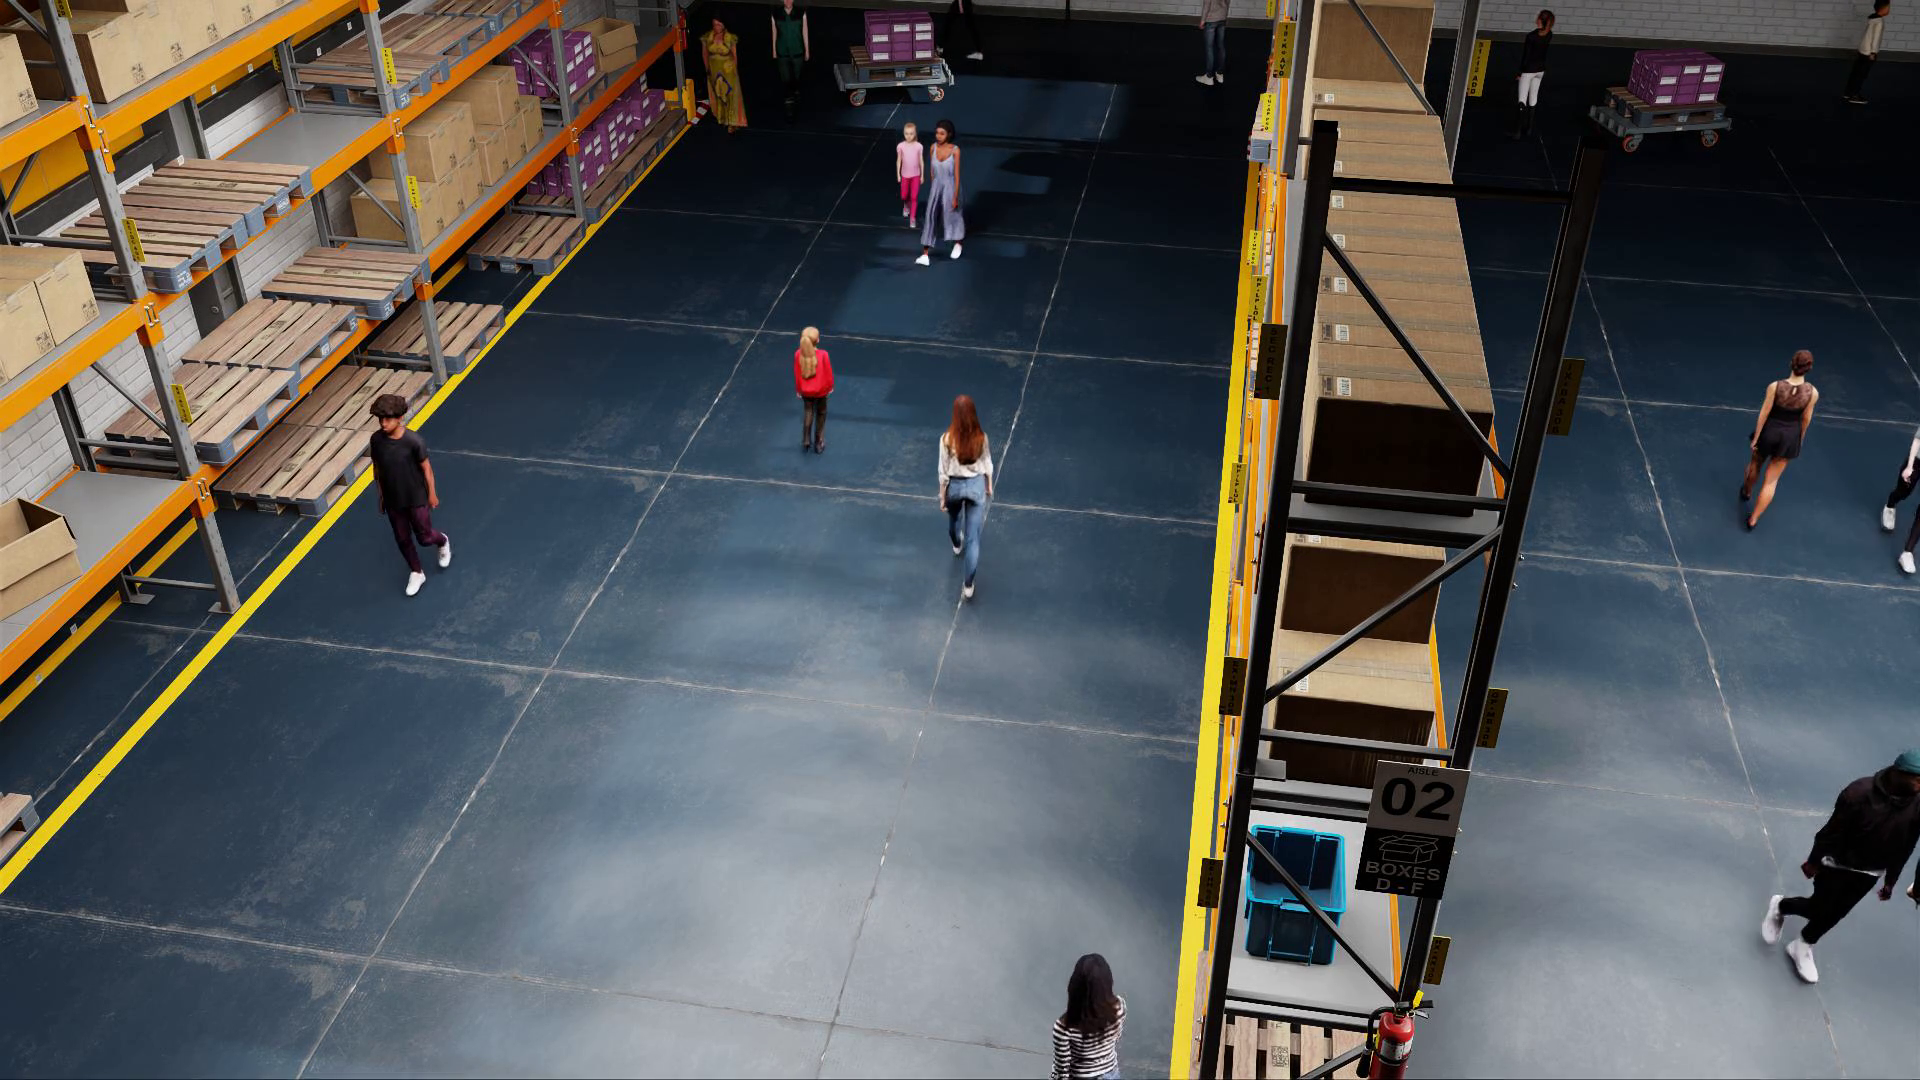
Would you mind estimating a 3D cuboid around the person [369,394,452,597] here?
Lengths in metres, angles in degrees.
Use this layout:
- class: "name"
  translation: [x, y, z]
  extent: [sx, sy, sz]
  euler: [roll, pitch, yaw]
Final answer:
- class: "person"
  translation: [-4.485, -0.417, 13.535]
  extent: [0.623, 1.771, 0.782]
  euler: [4, 34, 6]

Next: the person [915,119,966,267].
- class: "person"
  translation: [-0.115, -3.977, 18.992]
  extent: [0.742, 1.660, 1.098]
  euler: [14, 36, 20]

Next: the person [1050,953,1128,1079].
- class: "person"
  translation: [0.708, 2.910, 8.557]
  extent: [0.992, 1.742, 1.259]
  euler: [-12, 35, -17]

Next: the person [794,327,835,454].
- class: "person"
  translation: [-1.364, -1.369, 15.417]
  extent: [0.503, 1.273, 0.523]
  euler: [7, 34, 11]

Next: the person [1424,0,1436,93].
- class: "person"
  translation: [6.640, -7.351, 24.015]
  extent: [0.725, 1.718, 0.630]
  euler: [-15, 36, -21]

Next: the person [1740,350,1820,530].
- class: "person"
  translation: [7.011, -0.826, 14.264]
  extent: [0.707, 1.646, 0.985]
  euler: [13, 36, 19]

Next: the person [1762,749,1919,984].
- class: "person"
  translation: [5.379, 1.887, 10.054]
  extent: [0.764, 1.788, 0.798]
  euler: [6, 34, 8]

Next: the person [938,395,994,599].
- class: "person"
  translation: [0.048, -0.331, 13.488]
  extent: [0.733, 1.679, 1.183]
  euler: [0, 34, 1]

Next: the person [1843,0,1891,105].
- class: "person"
  translation: [12.933, -6.996, 23.719]
  extent: [0.636, 1.455, 0.453]
  euler: [6, 34, 10]

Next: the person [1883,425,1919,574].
- class: "person"
  translation: [8.068, -0.641, 13.929]
  extent: [0.625, 1.708, 1.149]
  euler: [8, 35, 12]

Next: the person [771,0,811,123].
- class: "person"
  translation: [-2.339, -6.759, 23.054]
  extent: [0.918, 1.795, 1.220]
  euler: [-5, 34, -8]

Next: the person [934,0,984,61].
- class: "person"
  translation: [0.126, -8.102, 25.163]
  extent: [0.837, 1.699, 1.136]
  euler: [14, 36, 20]

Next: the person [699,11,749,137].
- class: "person"
  translation: [-3.253, -6.385, 22.662]
  extent: [0.933, 1.607, 1.269]
  euler: [-1, 34, -1]

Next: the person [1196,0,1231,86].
- class: "person"
  translation: [3.727, -7.607, 24.281]
  extent: [0.746, 1.850, 0.811]
  euler: [-22, 39, -29]

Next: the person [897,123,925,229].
- class: "person"
  translation: [-0.590, -4.420, 20.019]
  extent: [0.564, 1.261, 0.713]
  euler: [-2, 34, -2]

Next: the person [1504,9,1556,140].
- class: "person"
  translation: [7.693, -6.275, 22.388]
  extent: [0.670, 1.727, 0.718]
  euler: [-15, 37, -22]
